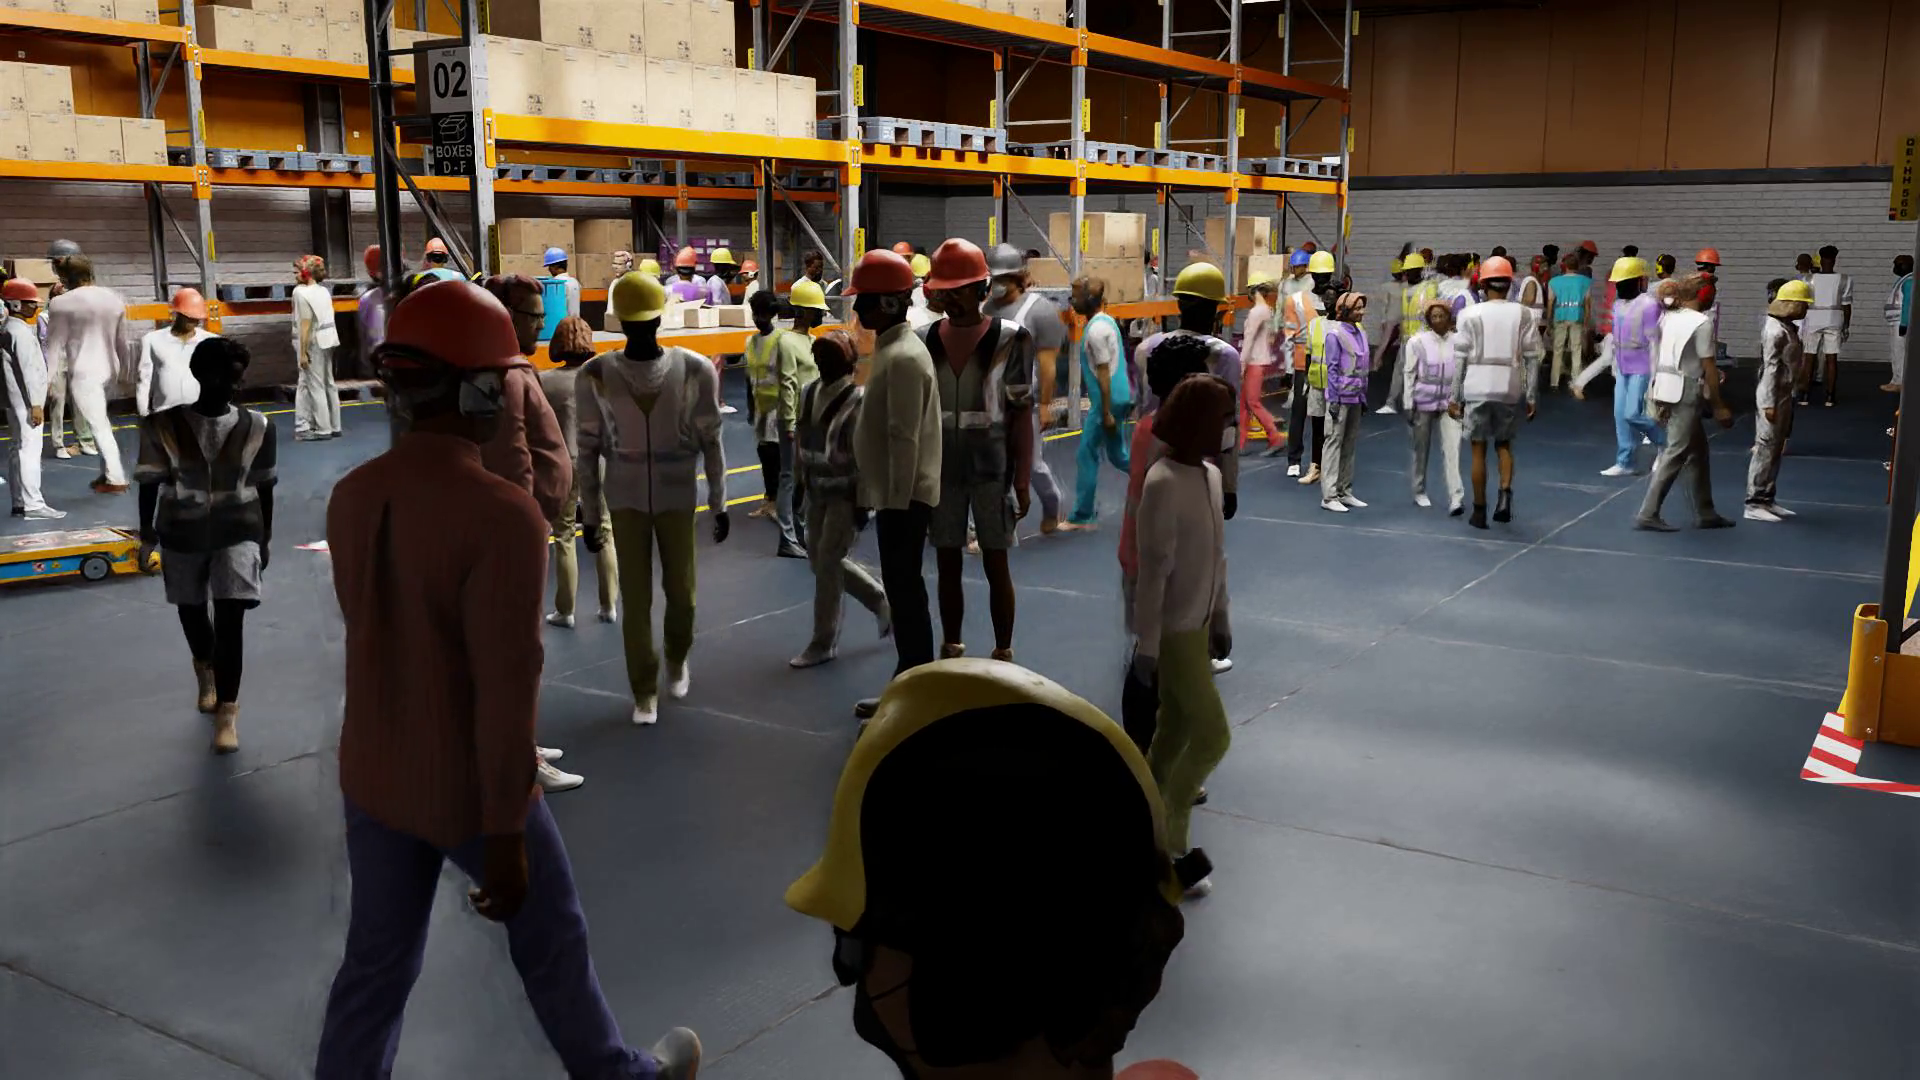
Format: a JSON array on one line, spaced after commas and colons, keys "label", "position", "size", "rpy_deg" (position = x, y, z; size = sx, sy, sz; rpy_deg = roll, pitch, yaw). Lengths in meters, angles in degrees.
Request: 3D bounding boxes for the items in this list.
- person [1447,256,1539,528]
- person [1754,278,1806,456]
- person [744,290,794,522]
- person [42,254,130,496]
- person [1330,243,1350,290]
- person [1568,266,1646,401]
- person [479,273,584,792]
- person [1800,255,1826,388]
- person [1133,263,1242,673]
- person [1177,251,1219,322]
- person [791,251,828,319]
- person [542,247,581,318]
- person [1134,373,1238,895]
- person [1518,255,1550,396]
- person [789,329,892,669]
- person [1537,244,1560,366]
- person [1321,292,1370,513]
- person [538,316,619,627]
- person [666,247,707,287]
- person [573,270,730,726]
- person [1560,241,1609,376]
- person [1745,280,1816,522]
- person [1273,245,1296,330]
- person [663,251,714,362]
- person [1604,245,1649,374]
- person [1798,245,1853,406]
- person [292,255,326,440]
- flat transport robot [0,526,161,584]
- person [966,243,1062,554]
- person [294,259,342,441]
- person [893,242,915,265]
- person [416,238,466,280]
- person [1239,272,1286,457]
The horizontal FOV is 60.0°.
[{"label": "person", "position": [3.743, -1.035, 11.719], "size": [0.568, 1.910, 0.439], "rpy_deg": [1, 10, 3]}, {"label": "person", "position": [7.745, -1.615, 15.645], "size": [0.347, 1.666, 0.564], "rpy_deg": [-1, 10, -7]}, {"label": "person", "position": [-1.333, -0.939, 11.843], "size": [0.401, 1.674, 0.556], "rpy_deg": [-10, 14, -44]}, {"label": "person", "position": [-6.929, -1.292, 13.145], "size": [0.676, 1.908, 0.639], "rpy_deg": [3, 11, 18]}, {"label": "person", "position": [6.361, -4.040, 28.176], "size": [0.616, 1.985, 0.411], "rpy_deg": [-5, 11, -26]}, {"label": "person", "position": [8.193, -2.625, 20.943], "size": [0.999, 1.783, 0.647], "rpy_deg": [0, 10, -1]}, {"label": "person", "position": [-1.636, -0.026, 6.168], "size": [0.406, 1.902, 0.636], "rpy_deg": [-4, 11, -22]}, {"label": "person", "position": [11.830, -3.008, 22.908], "size": [0.403, 1.824, 0.593], "rpy_deg": [5, 11, 25]}, {"label": "person", "position": [1.071, -0.324, 7.767], "size": [0.580, 1.918, 0.390], "rpy_deg": [9, 14, 41]}, {"label": "person", "position": [3.770, -3.648, 26.398], "size": [0.763, 1.840, 1.008], "rpy_deg": [6, 12, 29]}, {"label": "person", "position": [-1.623, -2.202, 18.210], "size": [0.407, 1.907, 0.599], "rpy_deg": [6, 12, 29]}, {"label": "person", "position": [-4.369, -2.239, 18.323], "size": [0.397, 1.939, 0.602], "rpy_deg": [2, 10, 8]}, {"label": "person", "position": [0.726, 0.293, 5.154], "size": [0.457, 1.612, 0.539], "rpy_deg": [5, 11, 26]}, {"label": "person", "position": [7.329, -2.740, 21.384], "size": [0.422, 1.830, 0.621], "rpy_deg": [4, 11, 20]}, {"label": "person", "position": [-0.547, -0.211, 7.962], "size": [0.615, 1.611, 0.538], "rpy_deg": [-9, 14, -41]}, {"label": "person", "position": [9.447, -3.791, 26.871], "size": [0.373, 1.957, 0.606], "rpy_deg": [3, 11, 19]}, {"label": "person", "position": [2.894, -1.036, 12.483], "size": [0.307, 1.641, 0.512], "rpy_deg": [9, 13, 40]}, {"label": "person", "position": [-2.004, -0.355, 8.748], "size": [0.504, 1.629, 0.277], "rpy_deg": [-6, 12, -31]}, {"label": "person", "position": [-3.348, -2.644, 20.570], "size": [0.552, 1.935, 0.360], "rpy_deg": [2, 10, 11]}, {"label": "person", "position": [-1.280, -0.169, 6.955], "size": [0.644, 1.900, 0.545], "rpy_deg": [-2, 10, -9]}, {"label": "person", "position": [9.298, -3.427, 24.733], "size": [0.872, 1.995, 0.617], "rpy_deg": [-2, 10, -10]}, {"label": "person", "position": [5.951, -1.003, 12.041], "size": [0.317, 1.739, 0.485], "rpy_deg": [9, 13, 40]}, {"label": "person", "position": [5.087, -3.577, 25.731], "size": [0.629, 1.940, 0.379], "rpy_deg": [-8, 13, -37]}, {"label": "person", "position": [-2.811, -2.010, 17.146], "size": [0.564, 1.893, 0.954], "rpy_deg": [-2, 10, -9]}, {"label": "person", "position": [10.002, -3.451, 25.005], "size": [0.629, 1.955, 0.397], "rpy_deg": [5, 11, 24]}, {"label": "person", "position": [10.582, -2.624, 20.385], "size": [0.603, 1.964, 0.367], "rpy_deg": [5, 11, 25]}, {"label": "person", "position": [-6.592, -1.956, 16.938], "size": [0.358, 1.875, 0.587], "rpy_deg": [0, 10, 1]}, {"label": "flat transport robot", "position": [-5.585, 0.114, 9.902], "size": [1.431, 0.197, 0.652], "rpy_deg": [-9, 14, -41]}, {"label": "person", "position": [0.360, -0.947, 10.880], "size": [0.678, 2.000, 0.807], "rpy_deg": [6, 12, 29]}, {"label": "person", "position": [-6.510, -1.925, 16.876], "size": [0.396, 1.835, 0.572], "rpy_deg": [1, 10, 3]}, {"label": "person", "position": [-0.788, -2.994, 22.343], "size": [0.393, 1.995, 0.612], "rpy_deg": [3, 11, 17]}, {"label": "person", "position": [-5.764, -2.321, 18.473], "size": [0.607, 2.048, 0.367], "rpy_deg": [-5, 12, -28]}, {"label": "person", "position": [2.779, -1.626, 15.518], "size": [0.598, 1.729, 0.588], "rpy_deg": [4, 11, 20]}]
